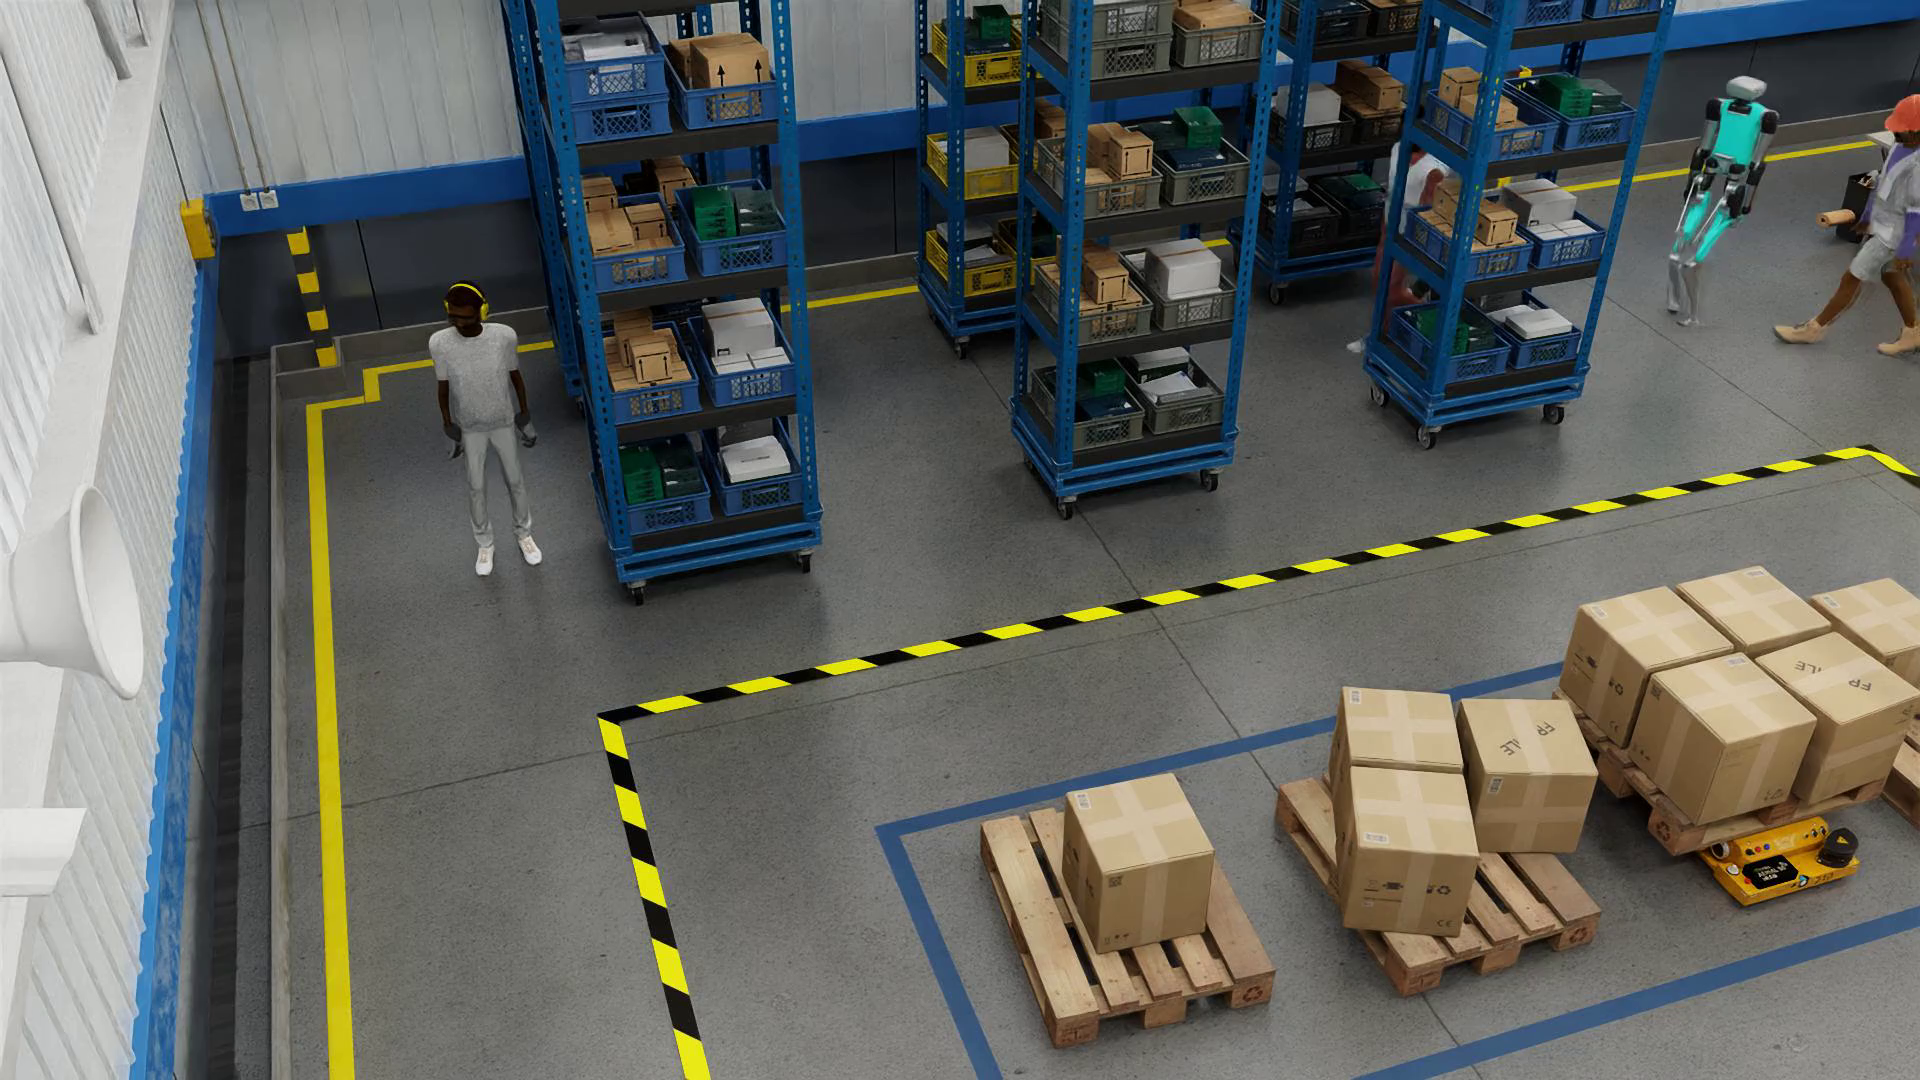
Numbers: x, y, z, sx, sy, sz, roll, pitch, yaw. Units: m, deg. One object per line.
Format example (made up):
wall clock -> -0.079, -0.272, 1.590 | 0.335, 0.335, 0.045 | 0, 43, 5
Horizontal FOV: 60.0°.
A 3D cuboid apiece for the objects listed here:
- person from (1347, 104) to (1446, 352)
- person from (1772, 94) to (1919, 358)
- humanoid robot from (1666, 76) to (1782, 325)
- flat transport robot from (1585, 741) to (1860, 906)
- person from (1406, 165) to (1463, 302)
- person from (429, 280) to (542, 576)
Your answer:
person -> 3.146, -2.160, 11.702 | 0.508, 1.897, 0.609 | -9, 36, -13
person -> 6.552, -2.179, 11.669 | 1.040, 1.980, 0.645 | 9, 36, 13
humanoid robot -> 5.483, -2.450, 12.275 | 0.816, 1.799, 0.559 | -26, 43, -32
flat transport robot -> 3.738, 1.188, 8.347 | 0.652, 0.197, 1.431 | -11, 37, -15
person -> 3.534, -2.449, 12.159 | 0.616, 1.844, 0.542 | -18, 39, -24
person -> -2.720, -0.646, 9.588 | 0.516, 1.864, 0.331 | -11, 37, -15
